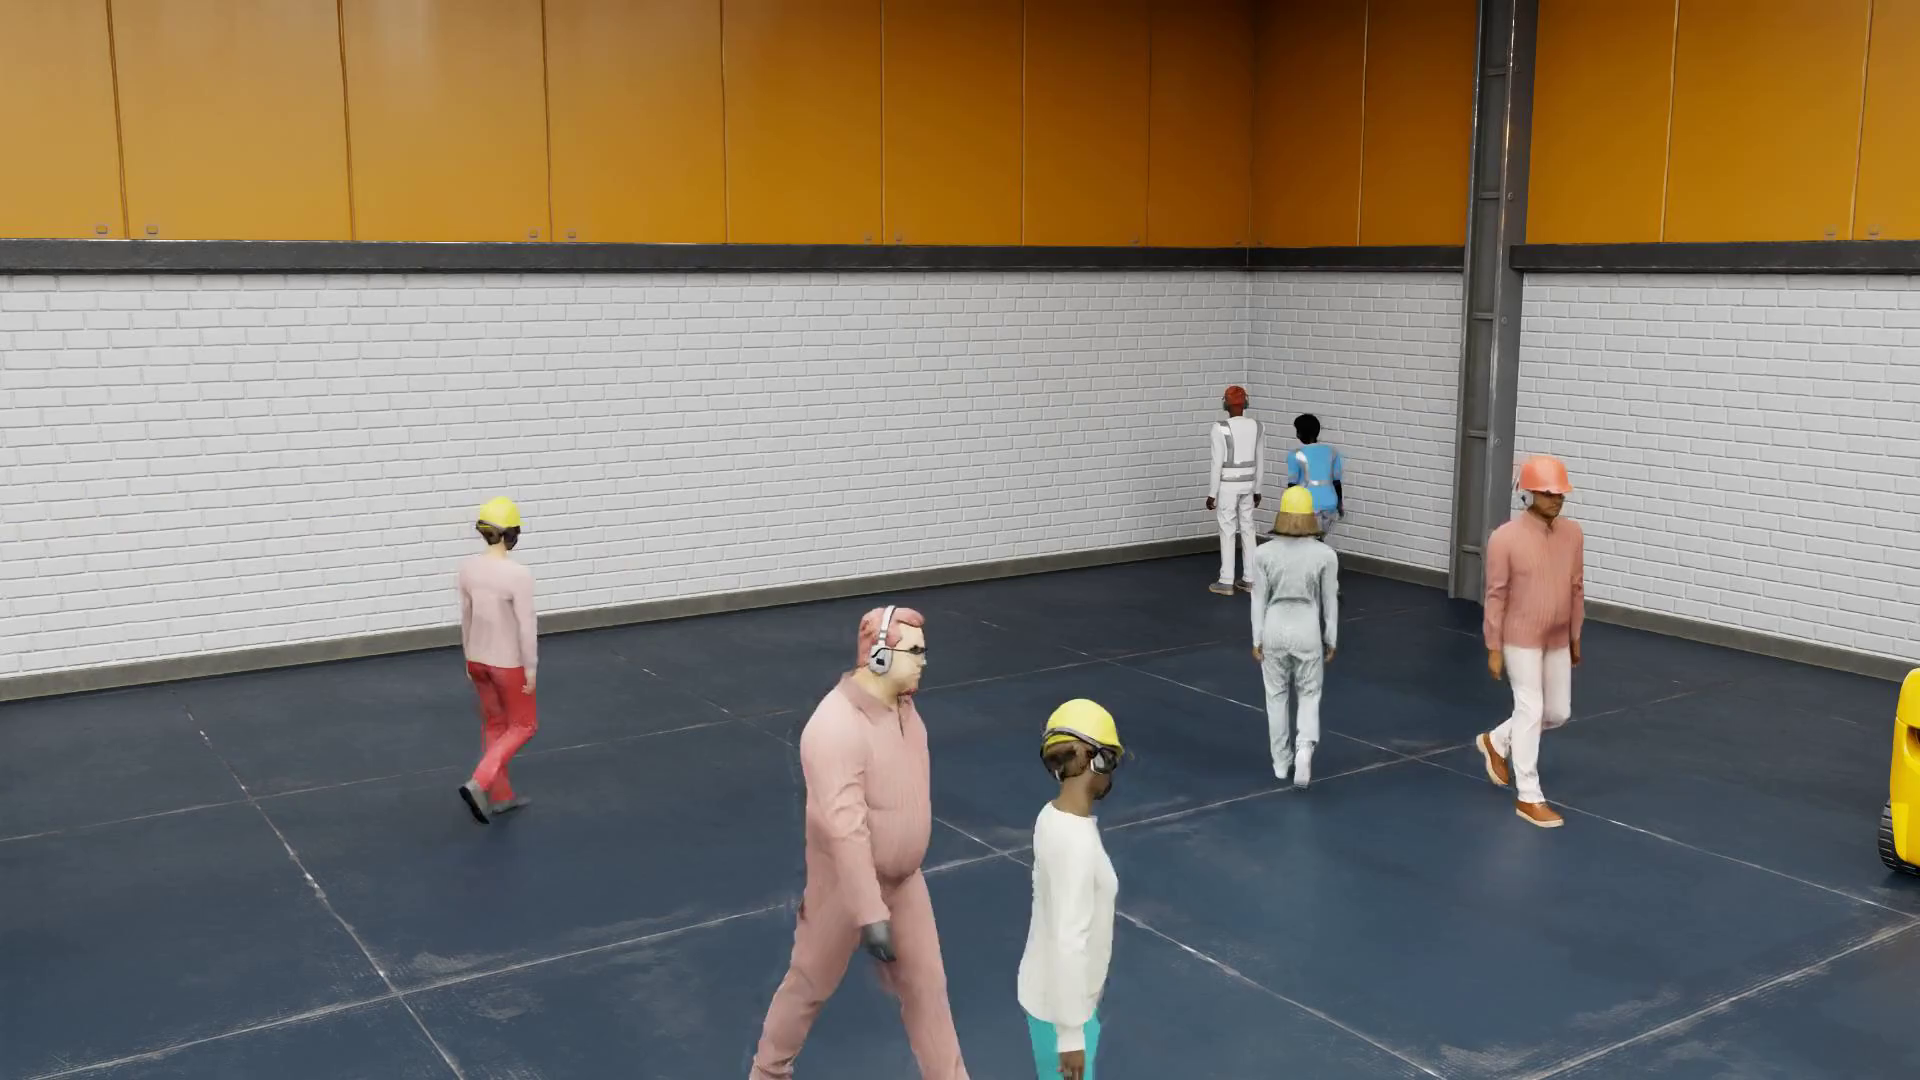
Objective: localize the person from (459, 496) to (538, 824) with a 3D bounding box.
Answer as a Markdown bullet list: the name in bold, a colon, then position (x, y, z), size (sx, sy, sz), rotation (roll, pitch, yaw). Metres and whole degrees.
- **person**: position (-2.473, 0.651, 8.776), size (0.528, 1.753, 0.550), rotation (5, 11, 28)

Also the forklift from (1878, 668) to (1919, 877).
- **forklift**: position (5.511, 0.571, 7.906), size (2.313, 2.155, 1.214), rotation (-6, 11, -33)

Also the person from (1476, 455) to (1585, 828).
- **person**: position (3.045, 0.509, 8.941), size (0.627, 1.972, 0.678), rotation (-4, 10, -23)

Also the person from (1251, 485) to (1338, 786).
- **person**: position (1.888, 0.554, 9.432), size (0.486, 1.723, 0.612), rotation (2, 10, 10)

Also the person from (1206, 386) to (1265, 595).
- **person**: position (2.478, -0.447, 14.972), size (0.584, 1.881, 0.337), rotation (-5, 11, -27)

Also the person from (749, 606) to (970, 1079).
- **person**: position (-0.302, 1.139, 5.573), size (1.040, 1.859, 0.649), rotation (6, 11, 30)

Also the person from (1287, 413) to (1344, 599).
- **person**: position (3.194, -0.297, 14.780), size (0.574, 1.647, 0.831), rotation (-4, 10, -21)

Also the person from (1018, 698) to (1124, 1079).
- **person**: position (0.312, 1.339, 4.703), size (0.314, 1.721, 0.694), rotation (0, 9, 1)
